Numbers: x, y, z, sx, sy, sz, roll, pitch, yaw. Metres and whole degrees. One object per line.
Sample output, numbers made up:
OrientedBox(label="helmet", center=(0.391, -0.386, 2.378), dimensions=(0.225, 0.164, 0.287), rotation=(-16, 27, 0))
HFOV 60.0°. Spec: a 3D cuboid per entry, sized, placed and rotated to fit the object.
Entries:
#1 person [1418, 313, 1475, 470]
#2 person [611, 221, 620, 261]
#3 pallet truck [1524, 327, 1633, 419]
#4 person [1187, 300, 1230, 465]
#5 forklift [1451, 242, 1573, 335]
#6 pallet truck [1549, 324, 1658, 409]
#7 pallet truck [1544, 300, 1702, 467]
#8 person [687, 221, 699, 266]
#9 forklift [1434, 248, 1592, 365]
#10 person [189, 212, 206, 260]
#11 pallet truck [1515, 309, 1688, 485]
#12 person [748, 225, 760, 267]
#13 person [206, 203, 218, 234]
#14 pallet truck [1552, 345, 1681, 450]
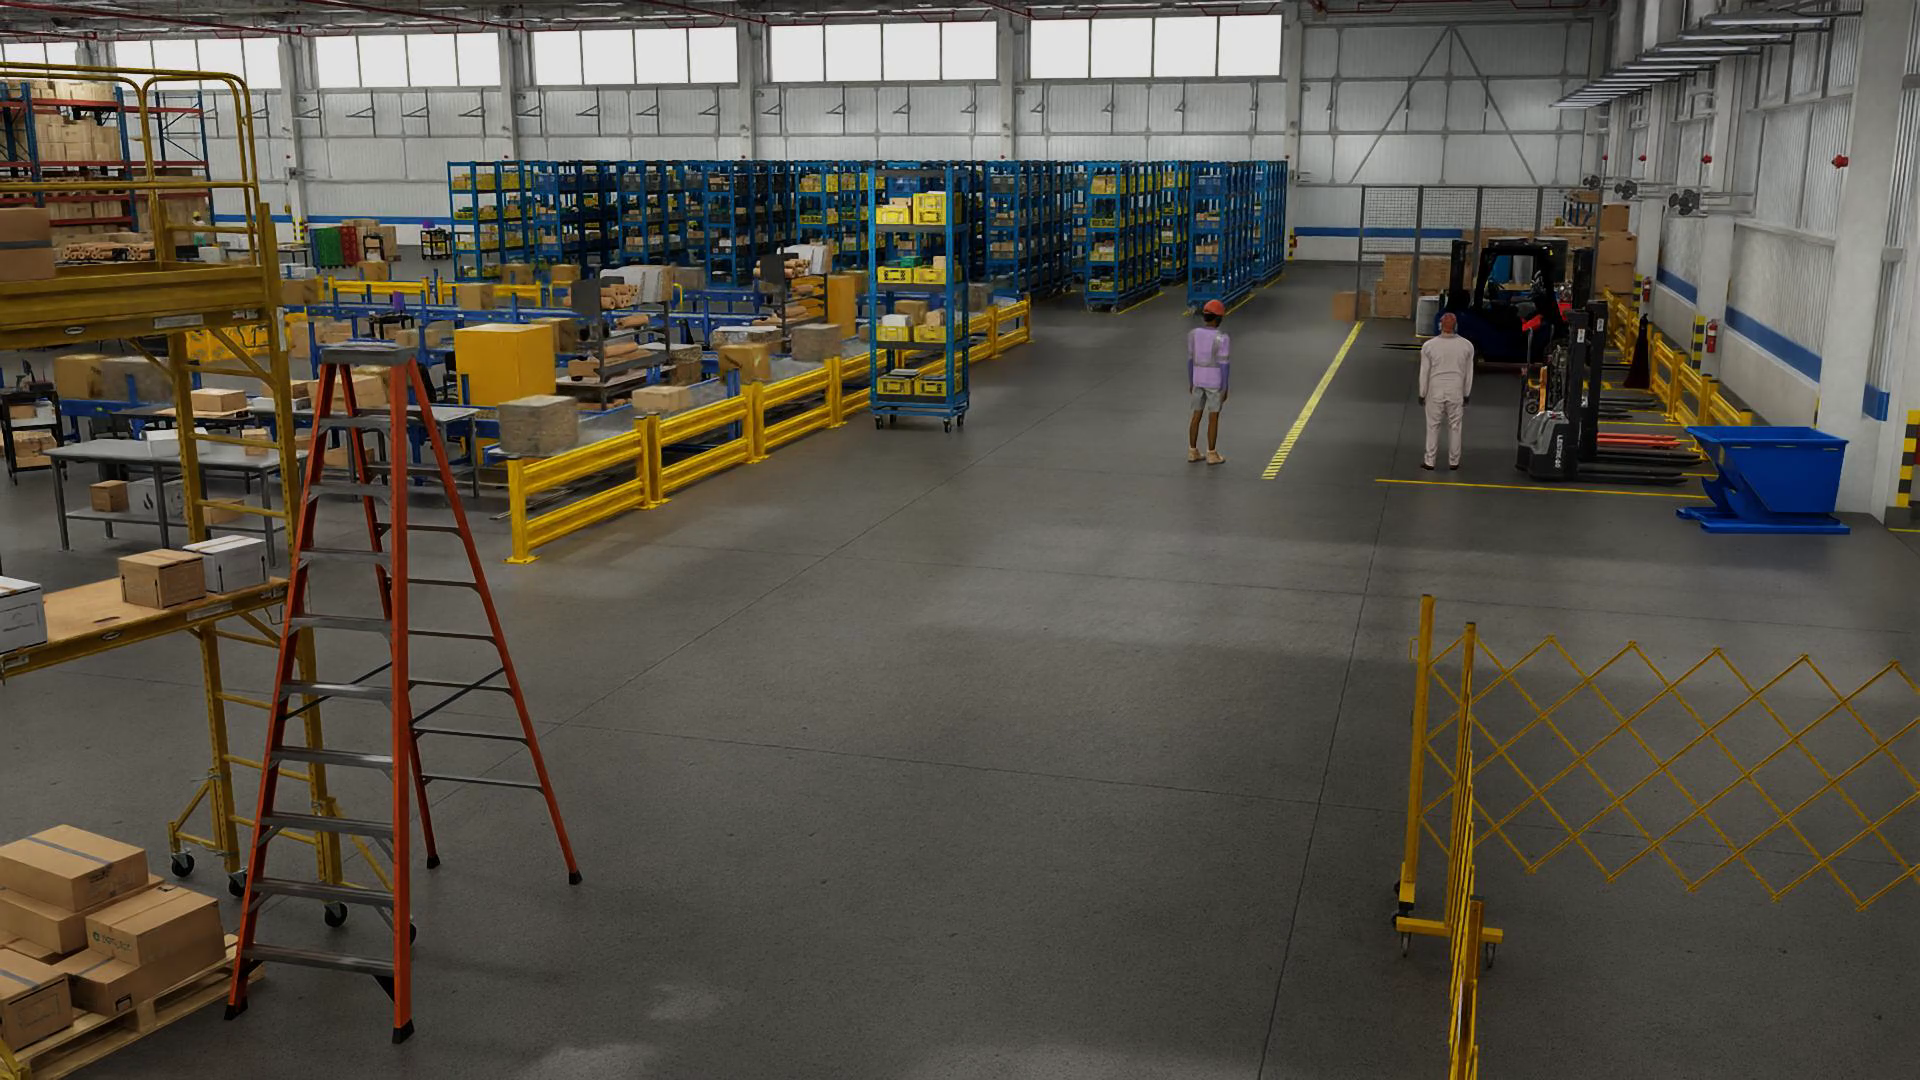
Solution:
OrientedBox(label="person", center=(5.863, -1.790, 20.129), dimensions=(0.643, 1.909, 0.410), rotation=(1, 13, 2))
OrientedBox(label="person", center=(-10.478, -8.957, 51.001), dimensions=(0.403, 1.943, 0.617), rotation=(8, 15, 31))
OrientedBox(label="pallet truck", center=(9.065, -2.460, 24.370), dimensions=(1.522, 1.261, 0.704), rotation=(3, 13, 14))
OrientedBox(label="person", center=(3.082, -1.939, 20.509), dimensions=(0.602, 2.037, 0.395), rotation=(12, 17, 41))
OrientedBox(label="forklift", center=(10.464, -4.597, 31.405), dimensions=(2.680, 1.987, 1.157), rotation=(4, 14, 16))
OrientedBox(label="pallet truck", center=(9.824, -2.669, 25.407), dimensions=(1.601, 1.201, 0.680), rotation=(4, 14, 16))
OrientedBox(label="pallet truck", center=(8.263, -1.952, 20.631), dimensions=(1.885, 1.965, 0.823), rotation=(5, 14, 20))
OrientedBox(label="person", center=(-8.157, -8.873, 50.884), dimensions=(0.404, 1.835, 0.587), rotation=(-5, 14, -19))
OrientedBox(label="forklift", center=(9.780, -4.111, 29.280), dimensions=(2.680, 1.987, 1.157), rotation=(3, 13, 14))
OrientedBox(label="person", center=(-27.659, -11.001, 60.281), dimensions=(0.552, 1.725, 0.853), rotation=(4, 14, 18))
OrientedBox(label="pallet truck", center=(7.554, -1.677, 19.446), dimensions=(1.885, 1.965, 0.823), rotation=(3, 13, 14))
OrientedBox(label="person", center=(-6.494, -9.084, 51.841), dimensions=(0.559, 1.820, 0.573), rotation=(7, 15, 26))
OrientedBox(label="person", center=(-28.518, -11.863, 63.478), dimensions=(0.672, 1.975, 0.646), rotation=(2, 13, 11))
OrientedBox(label="pallet truck", center=(8.641, -1.896, 21.908), dimensions=(1.630, 1.274, 0.653), rotation=(4, 14, 16))
